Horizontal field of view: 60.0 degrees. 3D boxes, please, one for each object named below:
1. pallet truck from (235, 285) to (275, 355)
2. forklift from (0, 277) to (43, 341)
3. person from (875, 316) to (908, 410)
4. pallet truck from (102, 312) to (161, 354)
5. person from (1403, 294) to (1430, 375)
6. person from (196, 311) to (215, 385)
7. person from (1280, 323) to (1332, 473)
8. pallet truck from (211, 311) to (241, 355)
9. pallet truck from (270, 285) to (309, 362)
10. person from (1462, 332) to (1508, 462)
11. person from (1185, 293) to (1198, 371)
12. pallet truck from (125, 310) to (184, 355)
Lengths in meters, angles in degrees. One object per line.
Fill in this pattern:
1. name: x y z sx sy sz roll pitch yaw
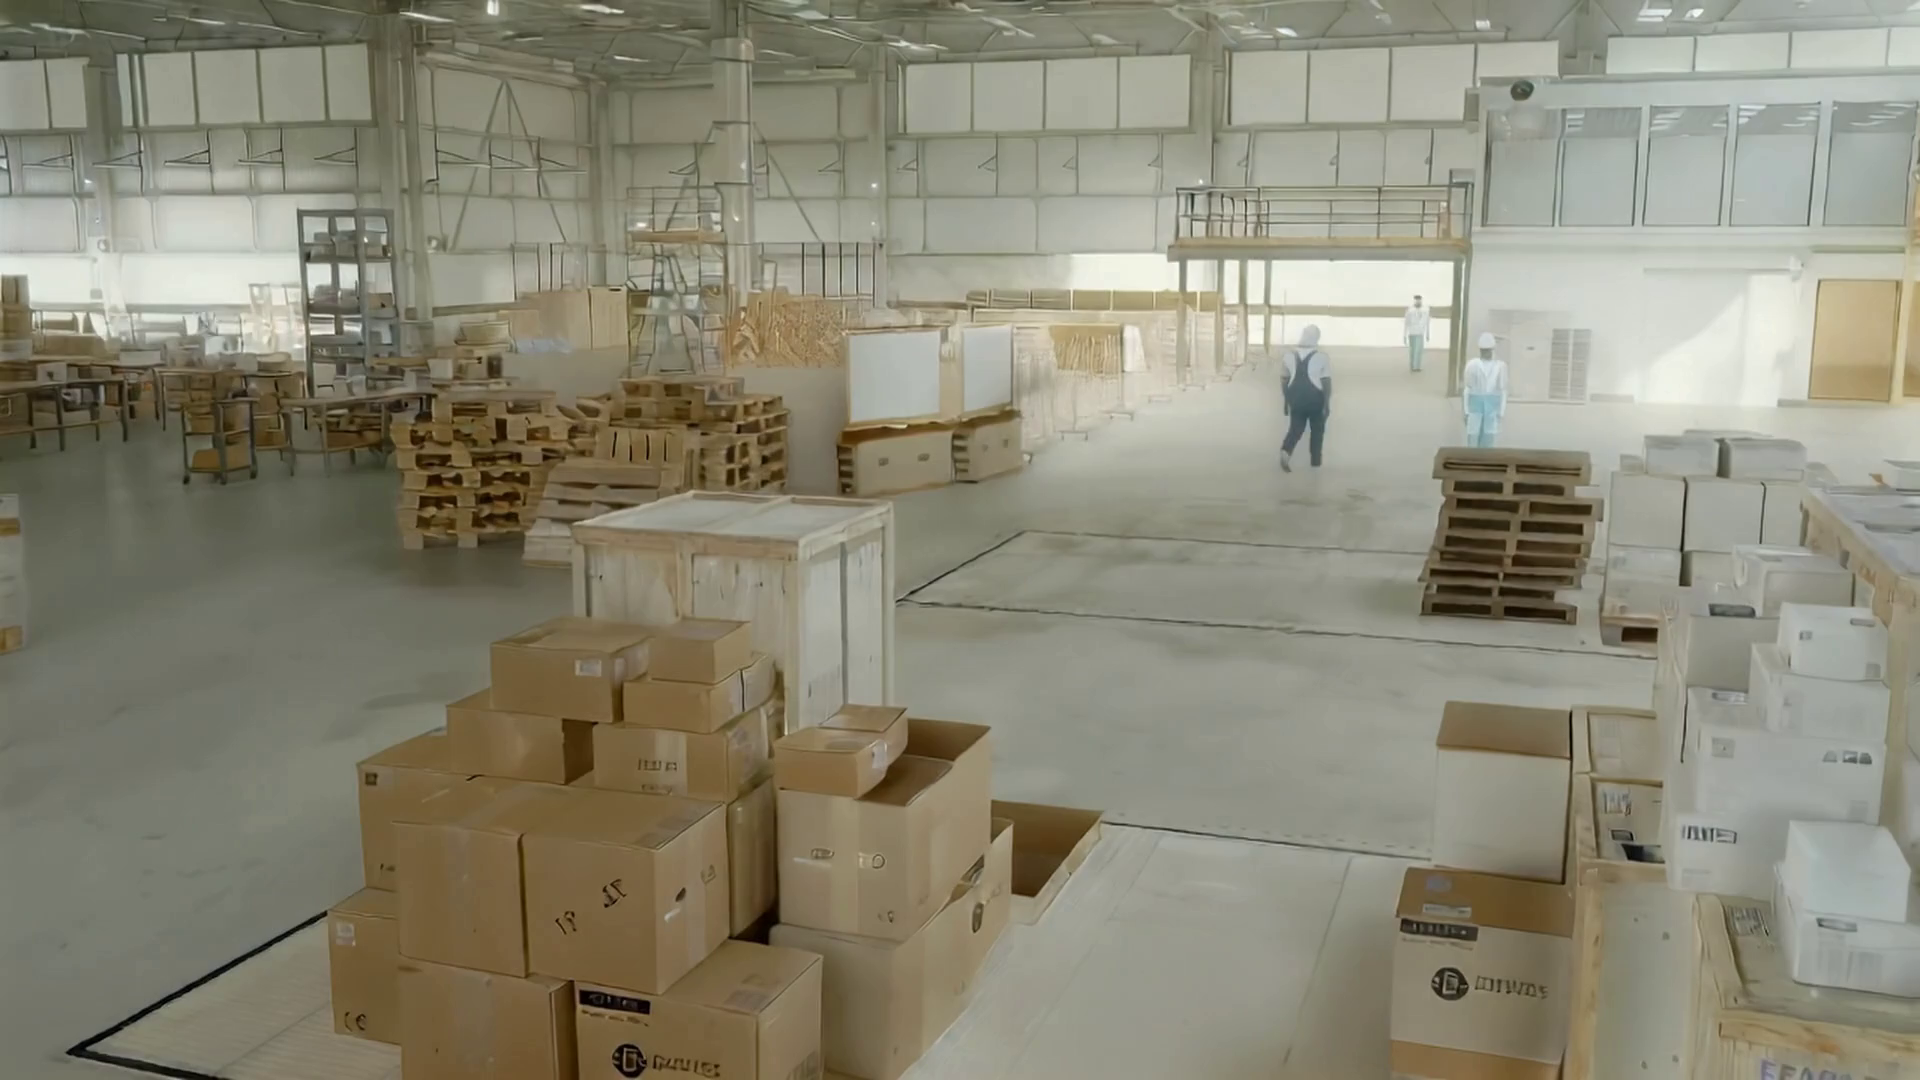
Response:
1. pallet truck: -18.327 -5.835 44.421 0.823 1.965 1.885 4 11 23
2. forklift: -27.151 -6.329 46.328 1.157 1.987 2.680 3 11 17
3. person: -1.296 -3.262 30.703 0.532 1.724 0.884 6 12 32
4. pallet truck: -23.057 -5.777 46.261 0.680 1.201 1.601 3 11 19
5. person: 10.785 -4.865 39.304 0.599 1.886 0.952 3 10 14
6. person: -13.827 -3.317 30.745 0.965 1.822 0.506 -6 12 -32
7. person: 4.571 -1.874 21.995 0.691 2.000 0.781 7 12 35
8. pallet truck: -19.537 -5.575 44.913 0.653 1.274 1.630 3 11 19
9. pallet truck: -17.147 -5.700 43.663 0.823 1.965 1.885 3 11 17
10. person: 6.629 -1.654 21.045 0.543 1.939 0.359 2 10 13
11. person: 5.512 -4.995 40.013 0.354 1.883 0.573 -3 10 -16
12. pallet truck: -22.038 -5.665 45.457 0.704 1.261 1.522 3 11 17
